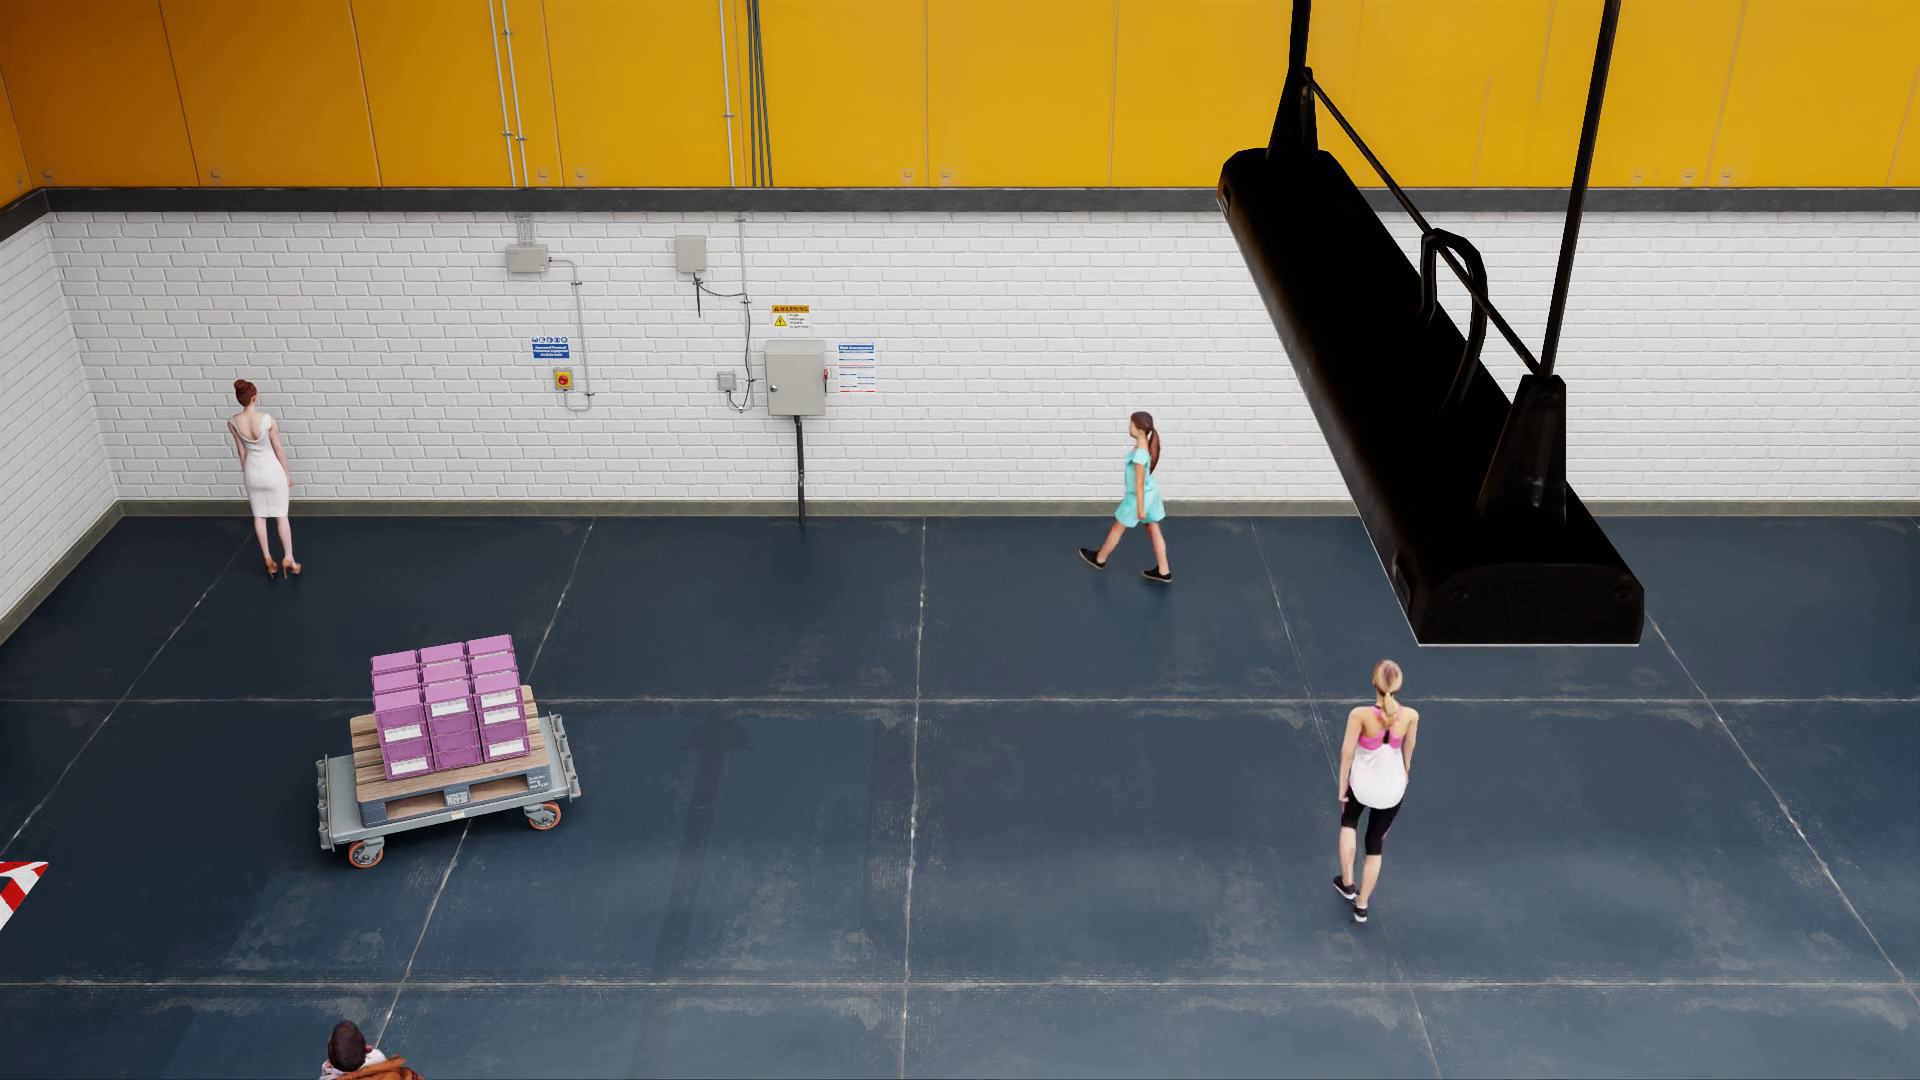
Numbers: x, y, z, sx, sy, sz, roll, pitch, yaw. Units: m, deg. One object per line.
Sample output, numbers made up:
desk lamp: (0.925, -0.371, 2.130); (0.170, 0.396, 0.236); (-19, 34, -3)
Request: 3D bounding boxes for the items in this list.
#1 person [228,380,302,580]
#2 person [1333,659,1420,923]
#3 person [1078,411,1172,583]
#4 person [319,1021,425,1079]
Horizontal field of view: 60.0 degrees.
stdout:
person: (-5.774, -0.506, 13.792); (0.558, 1.794, 0.490); (1, 29, 2)
person: (2.515, 1.569, 10.015); (0.638, 1.768, 0.647); (2, 29, 4)
person: (1.573, -0.323, 13.752); (0.928, 1.512, 1.044); (14, 32, 24)
person: (-2.542, 2.924, 7.471); (0.894, 1.827, 0.965); (-14, 32, -24)
